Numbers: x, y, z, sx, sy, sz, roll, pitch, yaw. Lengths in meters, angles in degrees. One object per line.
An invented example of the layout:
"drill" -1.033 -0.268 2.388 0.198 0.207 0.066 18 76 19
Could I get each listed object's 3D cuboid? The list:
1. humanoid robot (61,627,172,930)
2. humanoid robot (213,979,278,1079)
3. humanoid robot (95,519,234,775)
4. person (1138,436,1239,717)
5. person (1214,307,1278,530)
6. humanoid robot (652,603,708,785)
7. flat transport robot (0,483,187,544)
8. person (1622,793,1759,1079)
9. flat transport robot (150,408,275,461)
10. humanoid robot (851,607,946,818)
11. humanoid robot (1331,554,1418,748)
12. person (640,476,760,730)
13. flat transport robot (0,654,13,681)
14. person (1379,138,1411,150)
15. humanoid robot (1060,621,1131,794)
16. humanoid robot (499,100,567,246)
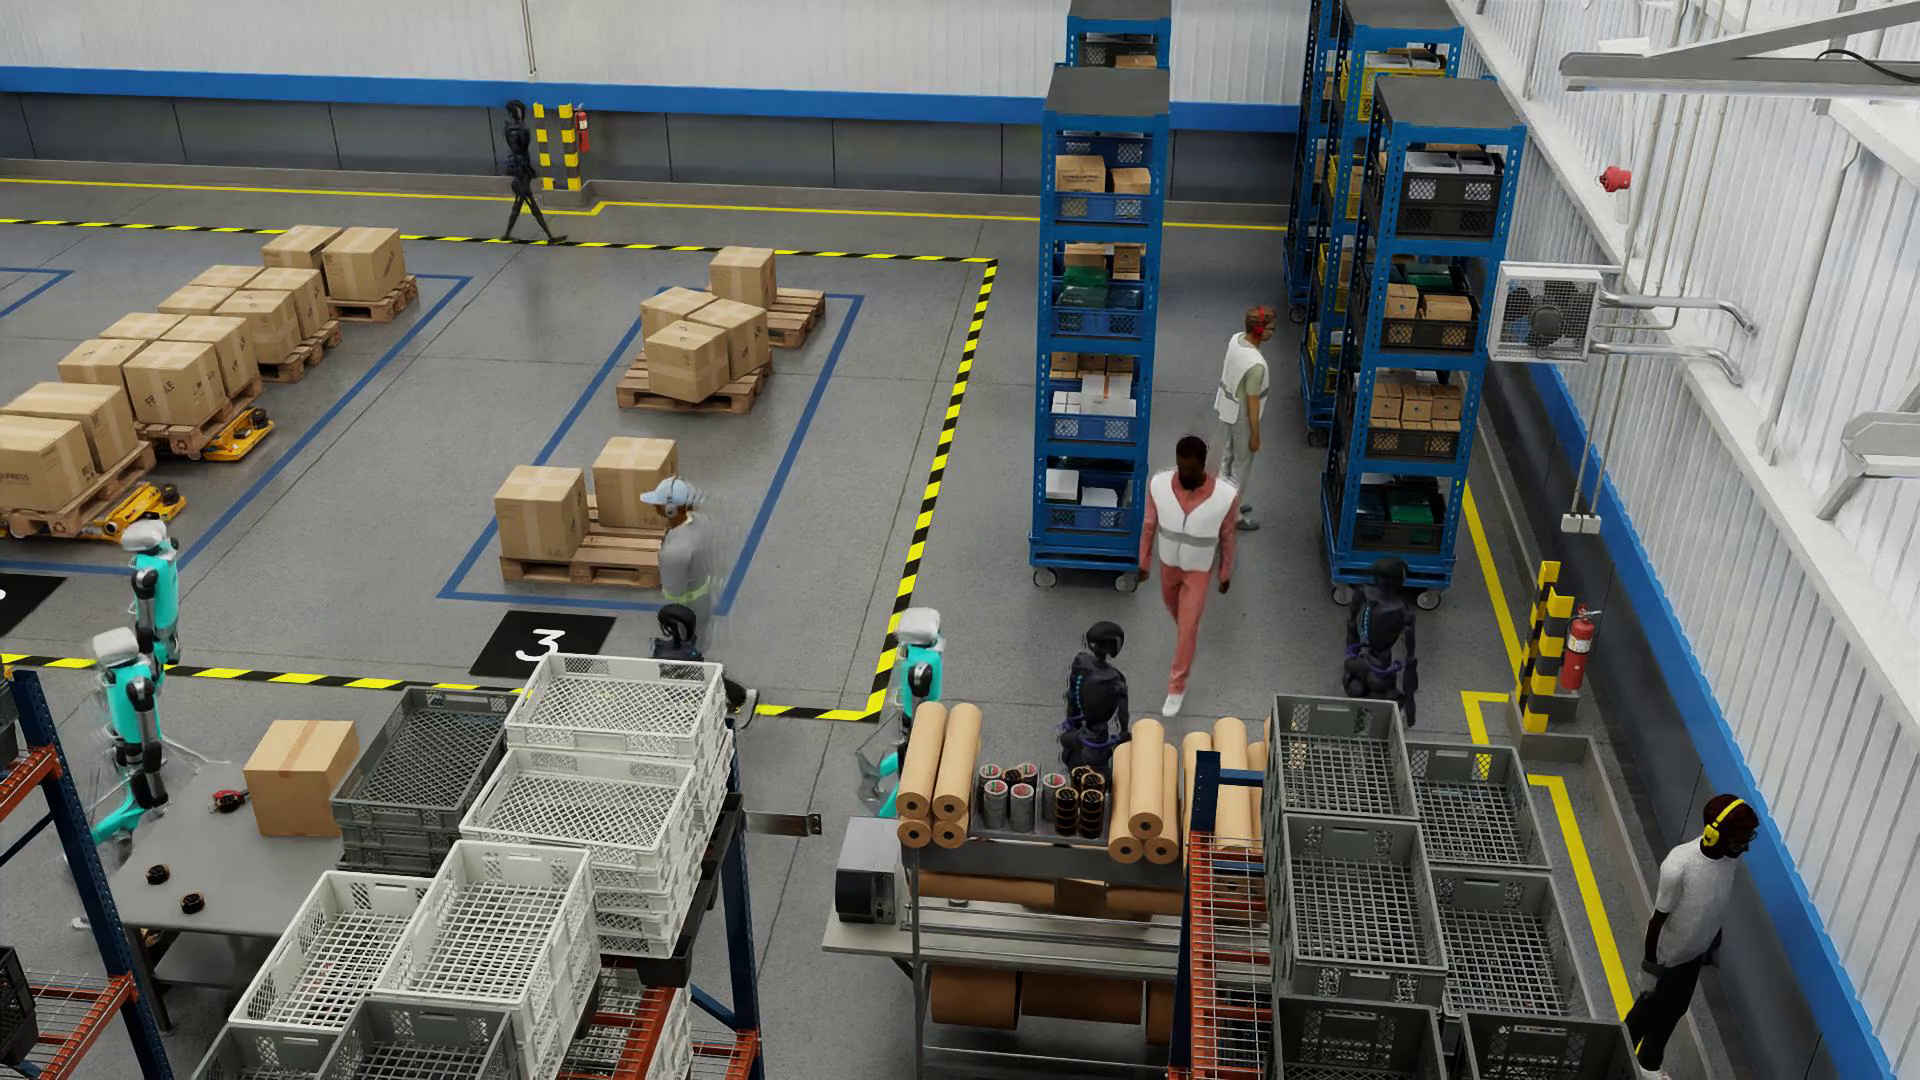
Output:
"humanoid robot" -4.621 1.367 8.914 1.014 1.772 0.533 -24 38 -35
"humanoid robot" -2.795 2.528 6.931 0.589 1.641 0.388 4 30 6
"humanoid robot" -4.962 0.698 9.997 0.917 1.740 0.541 -3 30 -6
"person" 1.485 0.125 10.867 0.605 1.882 0.915 13 33 21
"person" 2.160 -0.927 12.713 0.407 1.830 0.575 -3 30 -6
"humanoid robot" -1.578 1.073 9.422 0.365 1.647 0.607 4 30 6
"flat transport robot" -6.933 -0.247 13.070 1.431 0.197 0.652 3 30 6
"person" 3.376 1.936 7.774 0.510 1.858 0.332 -15 33 -24
"flat transport robot" -6.728 -0.944 14.268 1.431 0.197 0.652 3 30 6
"humanoid robot" -0.396 1.183 9.257 0.656 1.865 0.538 2 30 3
"humanoid robot" 2.408 0.833 9.850 0.563 1.635 0.601 -17 34 -26
"person" -1.647 0.432 10.371 0.654 1.835 0.587 0 30 0
"flat transport robot" -7.142 0.969 11.010 1.431 0.231 0.659 3 30 6
"person" 4.615 -3.959 17.892 0.506 1.862 0.313 22 36 32
"humanoid robot" 0.793 1.185 9.261 0.721 1.621 0.611 -17 34 -26
"humanoid robot" -4.772 -4.035 18.253 0.785 1.623 0.611 -1 30 -2
